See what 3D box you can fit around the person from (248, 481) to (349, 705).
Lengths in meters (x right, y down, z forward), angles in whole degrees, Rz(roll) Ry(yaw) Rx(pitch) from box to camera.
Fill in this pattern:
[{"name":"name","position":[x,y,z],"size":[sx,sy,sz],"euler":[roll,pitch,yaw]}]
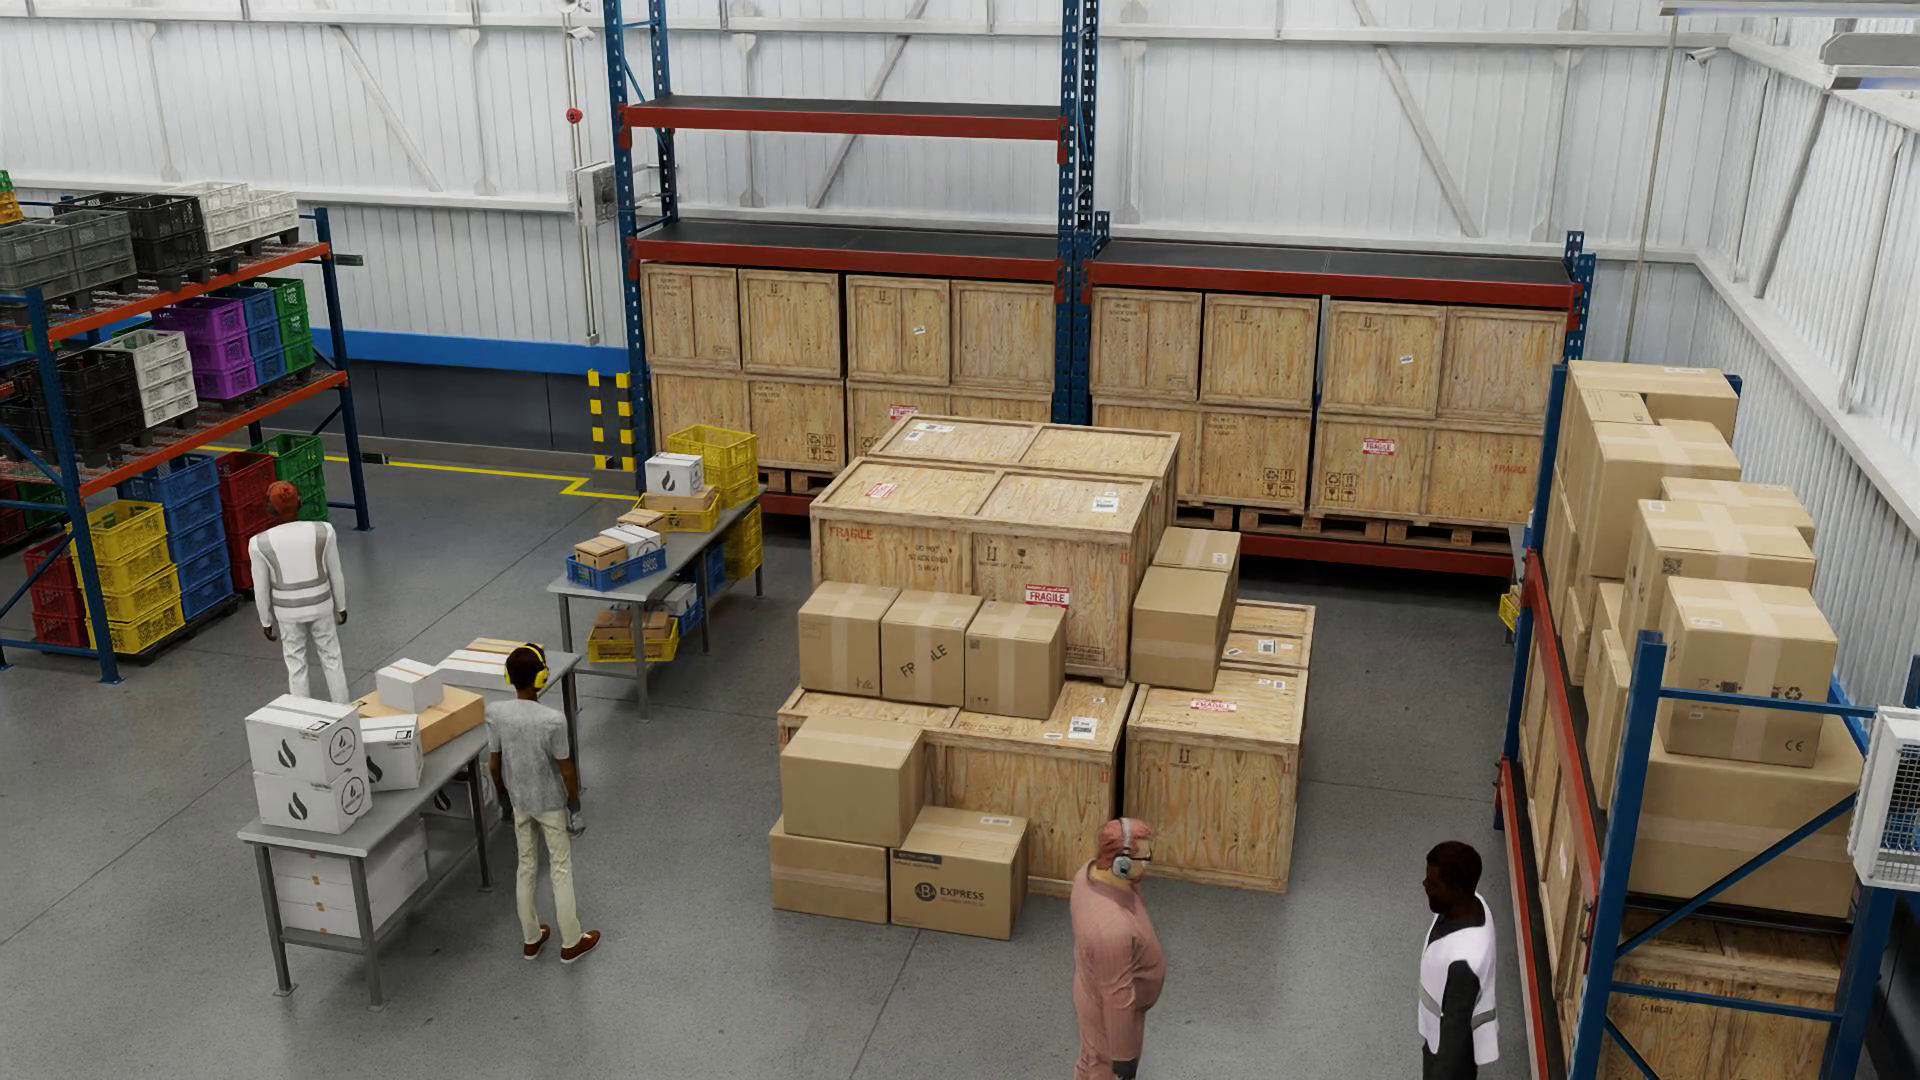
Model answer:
[{"name":"person","position":[-4.538,0.495,11.491],"size":[0.579,1.878,0.360],"euler":[-10,23,-25]}]

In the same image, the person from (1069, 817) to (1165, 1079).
[{"name":"person","position":[0.687,2.073,7.313],"size":[0.410,1.906,0.642],"euler":[-2,21,-5]}]

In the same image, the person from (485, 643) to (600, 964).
[{"name":"person","position":[-2.278,1.437,9.040],"size":[0.509,1.861,0.329],"euler":[5,21,13]}]

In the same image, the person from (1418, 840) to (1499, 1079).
[{"name":"person","position":[2.093,2.145,7.127],"size":[0.409,1.908,0.597],"euler":[5,22,14]}]
